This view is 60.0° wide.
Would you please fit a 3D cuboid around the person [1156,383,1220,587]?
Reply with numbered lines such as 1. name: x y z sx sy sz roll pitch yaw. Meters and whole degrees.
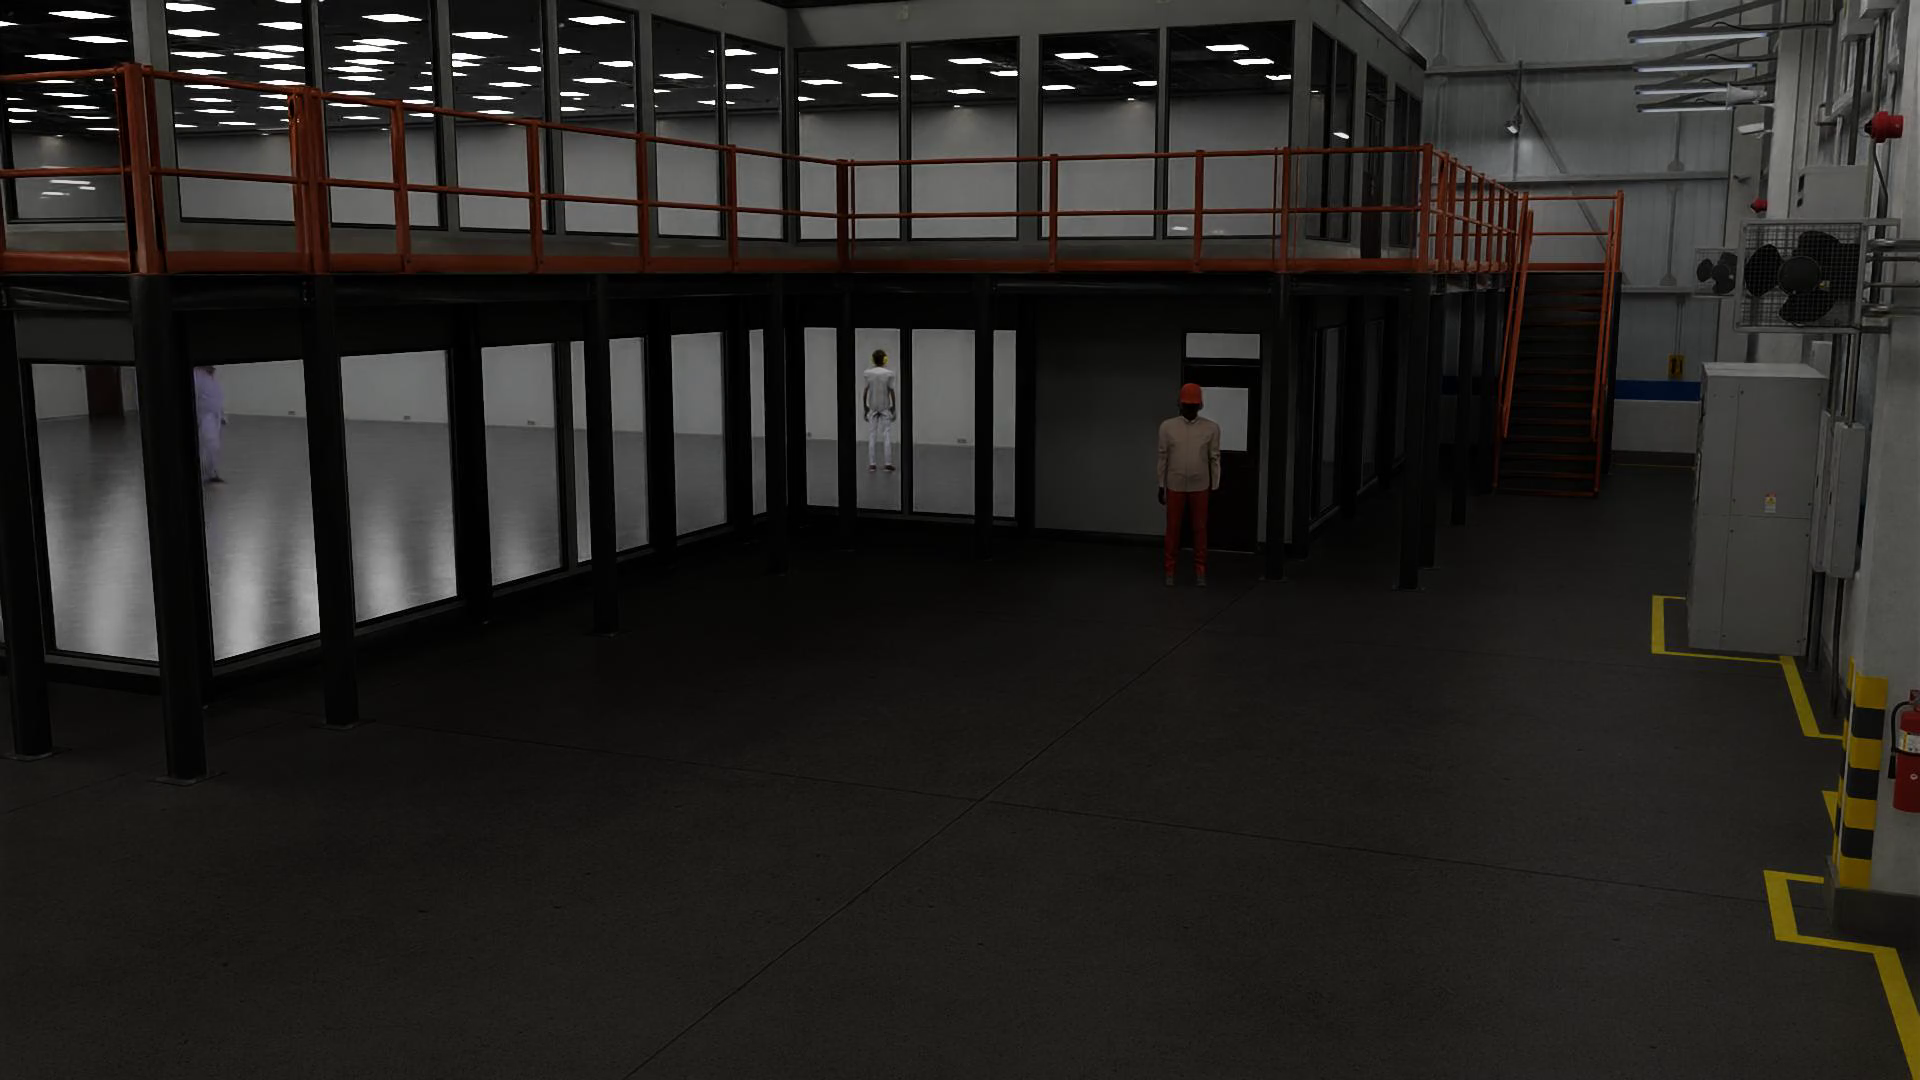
1. person: 2.204 -0.526 16.074 0.612 1.986 0.405 1 9 6
